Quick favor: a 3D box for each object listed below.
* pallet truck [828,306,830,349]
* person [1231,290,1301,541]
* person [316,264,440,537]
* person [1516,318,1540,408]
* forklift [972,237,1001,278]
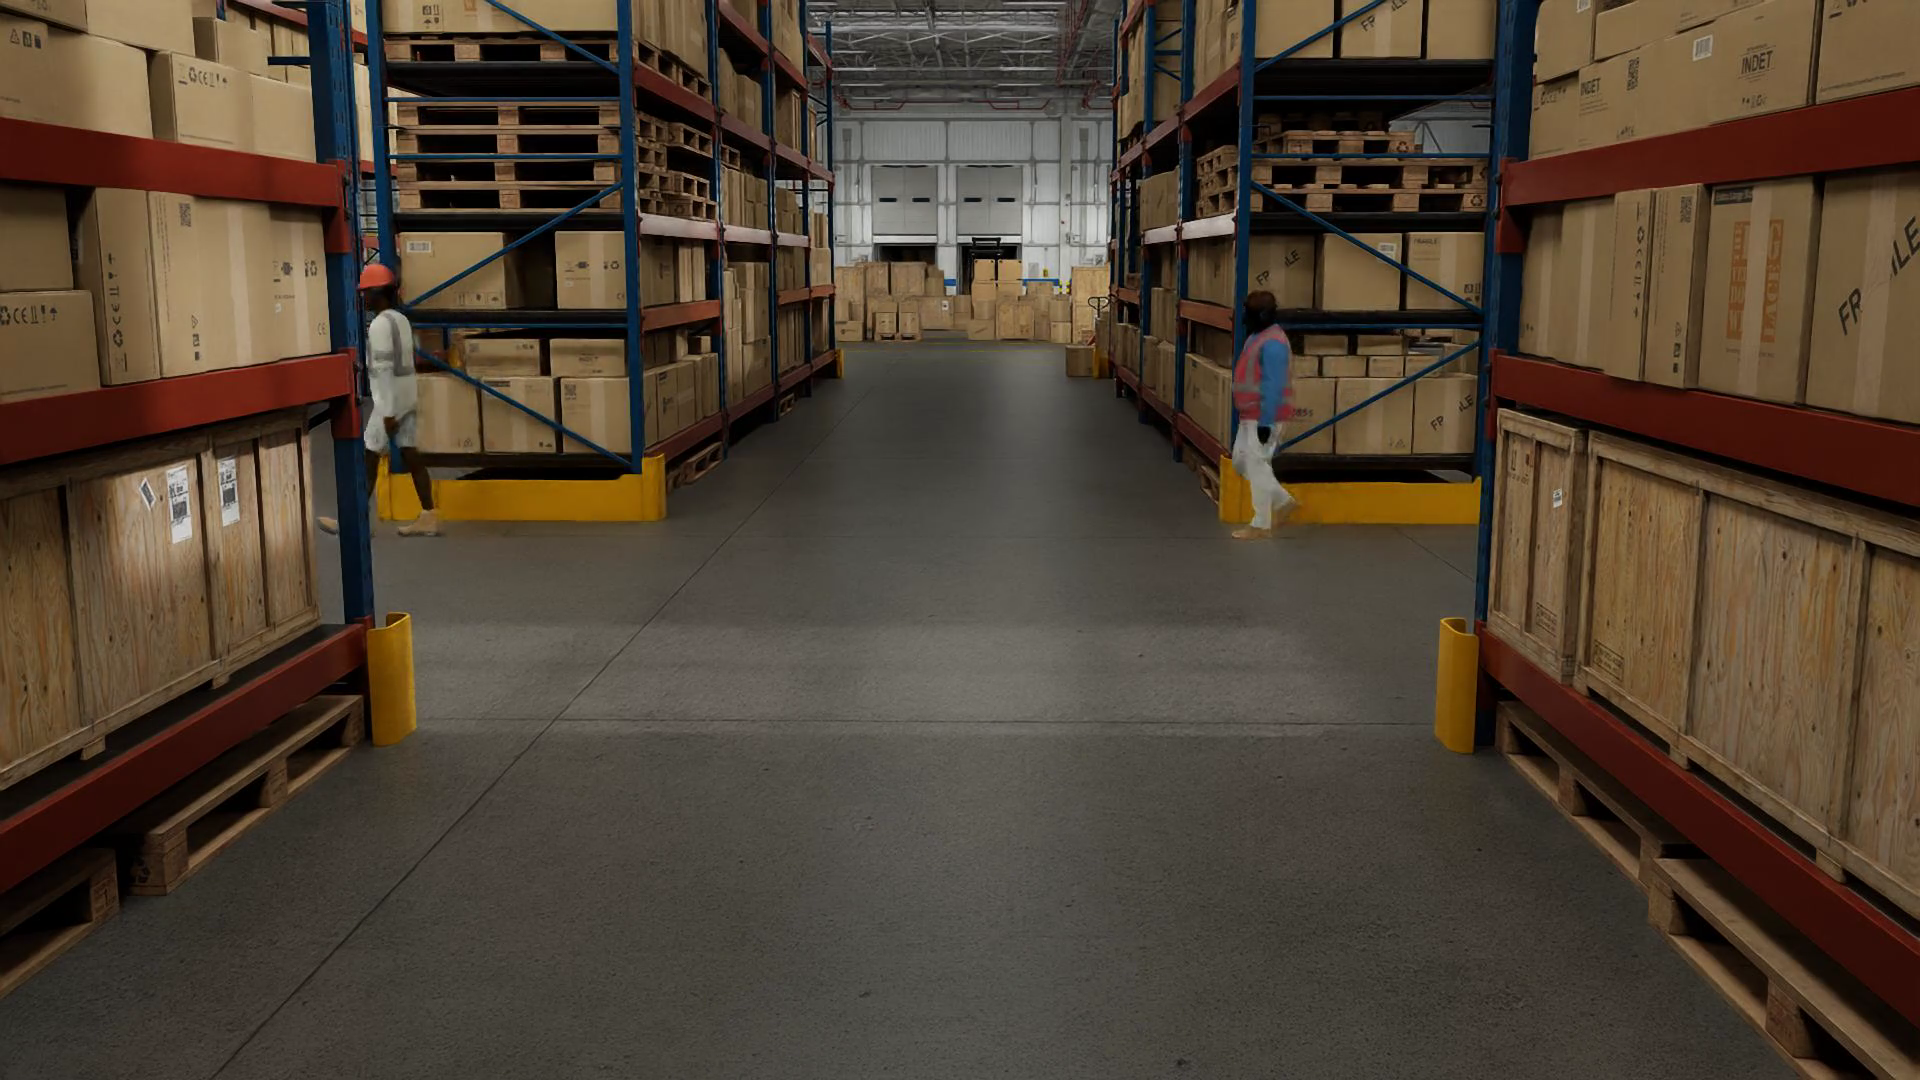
[{"bbox_3d":[-3.100,-3.940,29.800,1.885,1.965,0.823,3,10,19],"label":"pallet truck"},{"bbox_3d":[2.212,-0.898,12.092,0.475,1.824,0.647,0,9,0],"label":"person"},{"bbox_3d":[-4.281,-0.998,12.157,0.921,2.001,0.625,0,9,1],"label":"person"},{"bbox_3d":[6.915,-2.141,20.251,0.554,1.591,0.884,6,11,31],"label":"person"},{"bbox_3d":[0.842,-8.322,53.409,1.129,2.768,1.873,0,9,1],"label":"forklift"}]
